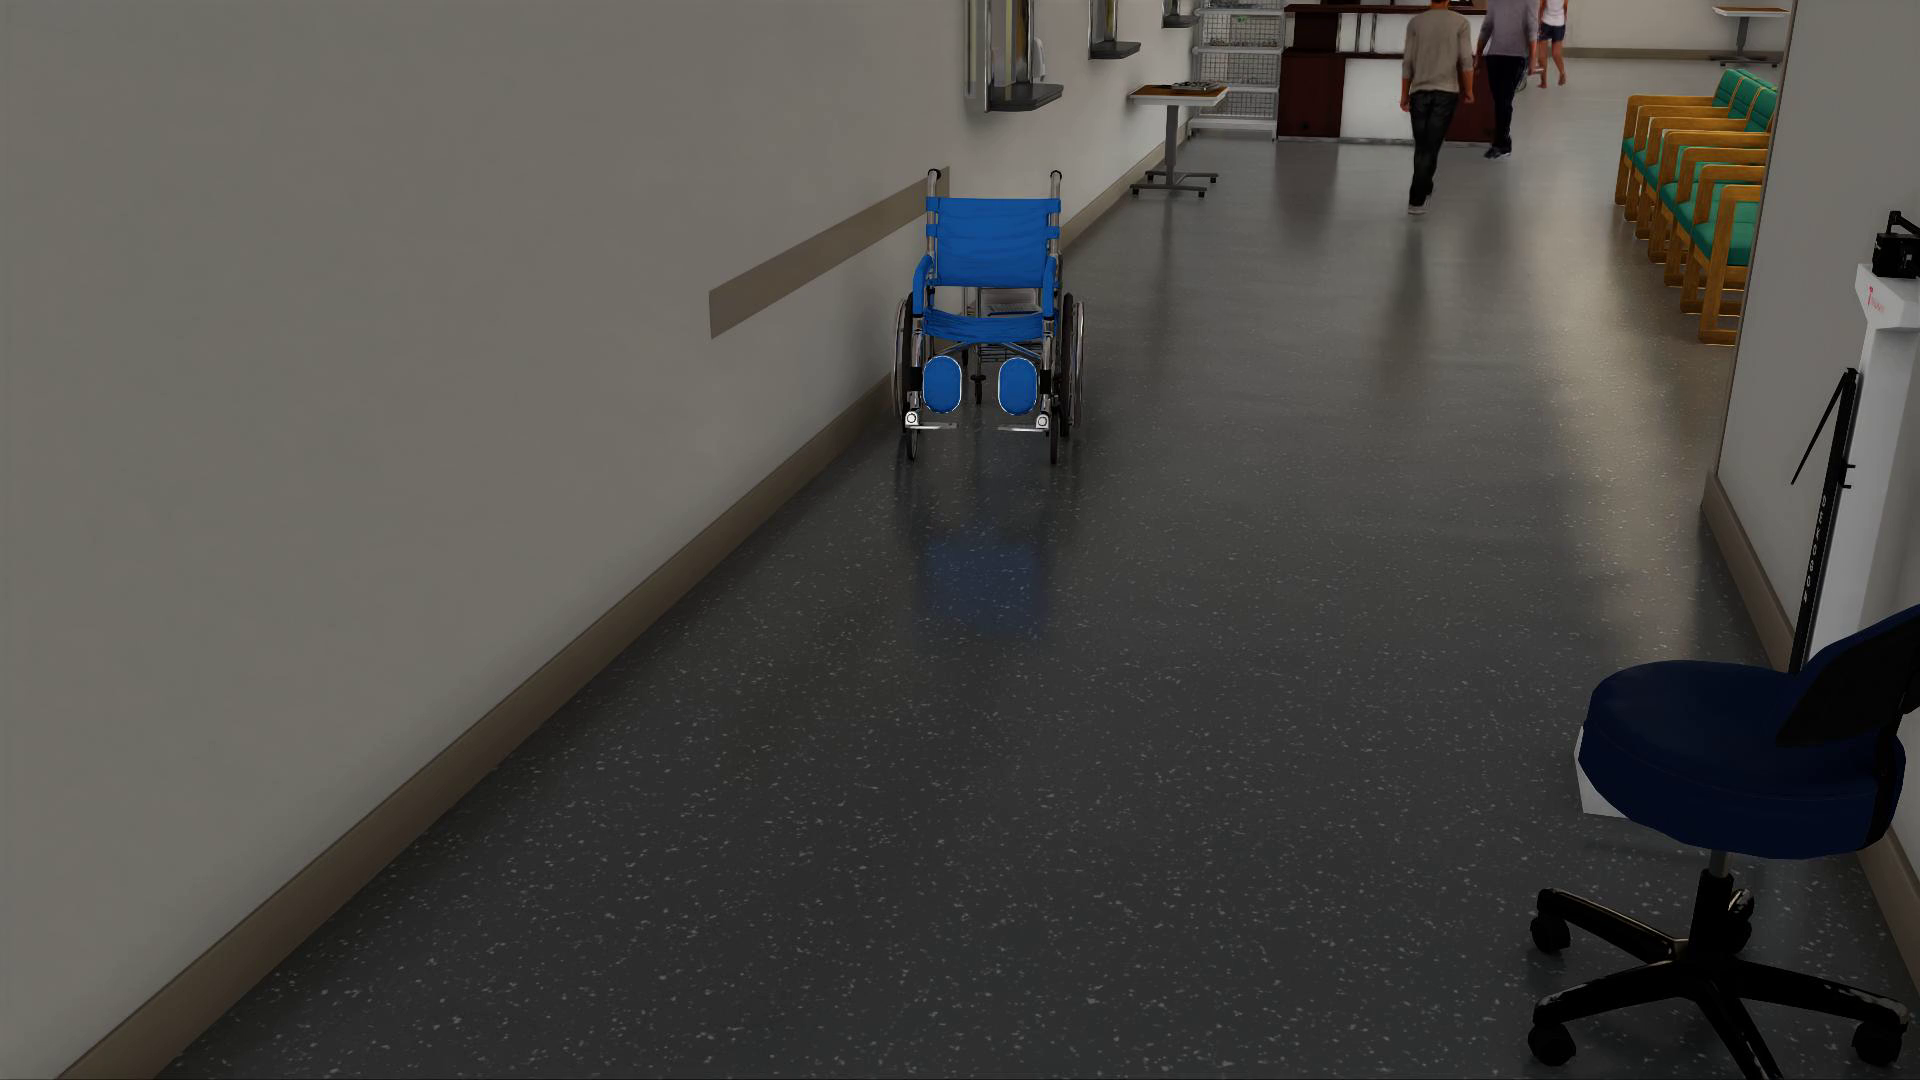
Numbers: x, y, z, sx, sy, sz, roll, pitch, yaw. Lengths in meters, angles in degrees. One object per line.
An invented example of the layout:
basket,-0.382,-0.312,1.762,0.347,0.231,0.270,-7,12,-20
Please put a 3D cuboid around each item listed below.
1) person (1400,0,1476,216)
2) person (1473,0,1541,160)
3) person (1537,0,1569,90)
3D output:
person,3.581,-3.342,12.624,1.108,1.766,0.903,11,23,26
person,5.193,-4.507,15.621,1.028,1.822,1.004,-17,27,-38
person,7.731,-6.682,21.674,0.795,1.601,0.794,0,21,-1
